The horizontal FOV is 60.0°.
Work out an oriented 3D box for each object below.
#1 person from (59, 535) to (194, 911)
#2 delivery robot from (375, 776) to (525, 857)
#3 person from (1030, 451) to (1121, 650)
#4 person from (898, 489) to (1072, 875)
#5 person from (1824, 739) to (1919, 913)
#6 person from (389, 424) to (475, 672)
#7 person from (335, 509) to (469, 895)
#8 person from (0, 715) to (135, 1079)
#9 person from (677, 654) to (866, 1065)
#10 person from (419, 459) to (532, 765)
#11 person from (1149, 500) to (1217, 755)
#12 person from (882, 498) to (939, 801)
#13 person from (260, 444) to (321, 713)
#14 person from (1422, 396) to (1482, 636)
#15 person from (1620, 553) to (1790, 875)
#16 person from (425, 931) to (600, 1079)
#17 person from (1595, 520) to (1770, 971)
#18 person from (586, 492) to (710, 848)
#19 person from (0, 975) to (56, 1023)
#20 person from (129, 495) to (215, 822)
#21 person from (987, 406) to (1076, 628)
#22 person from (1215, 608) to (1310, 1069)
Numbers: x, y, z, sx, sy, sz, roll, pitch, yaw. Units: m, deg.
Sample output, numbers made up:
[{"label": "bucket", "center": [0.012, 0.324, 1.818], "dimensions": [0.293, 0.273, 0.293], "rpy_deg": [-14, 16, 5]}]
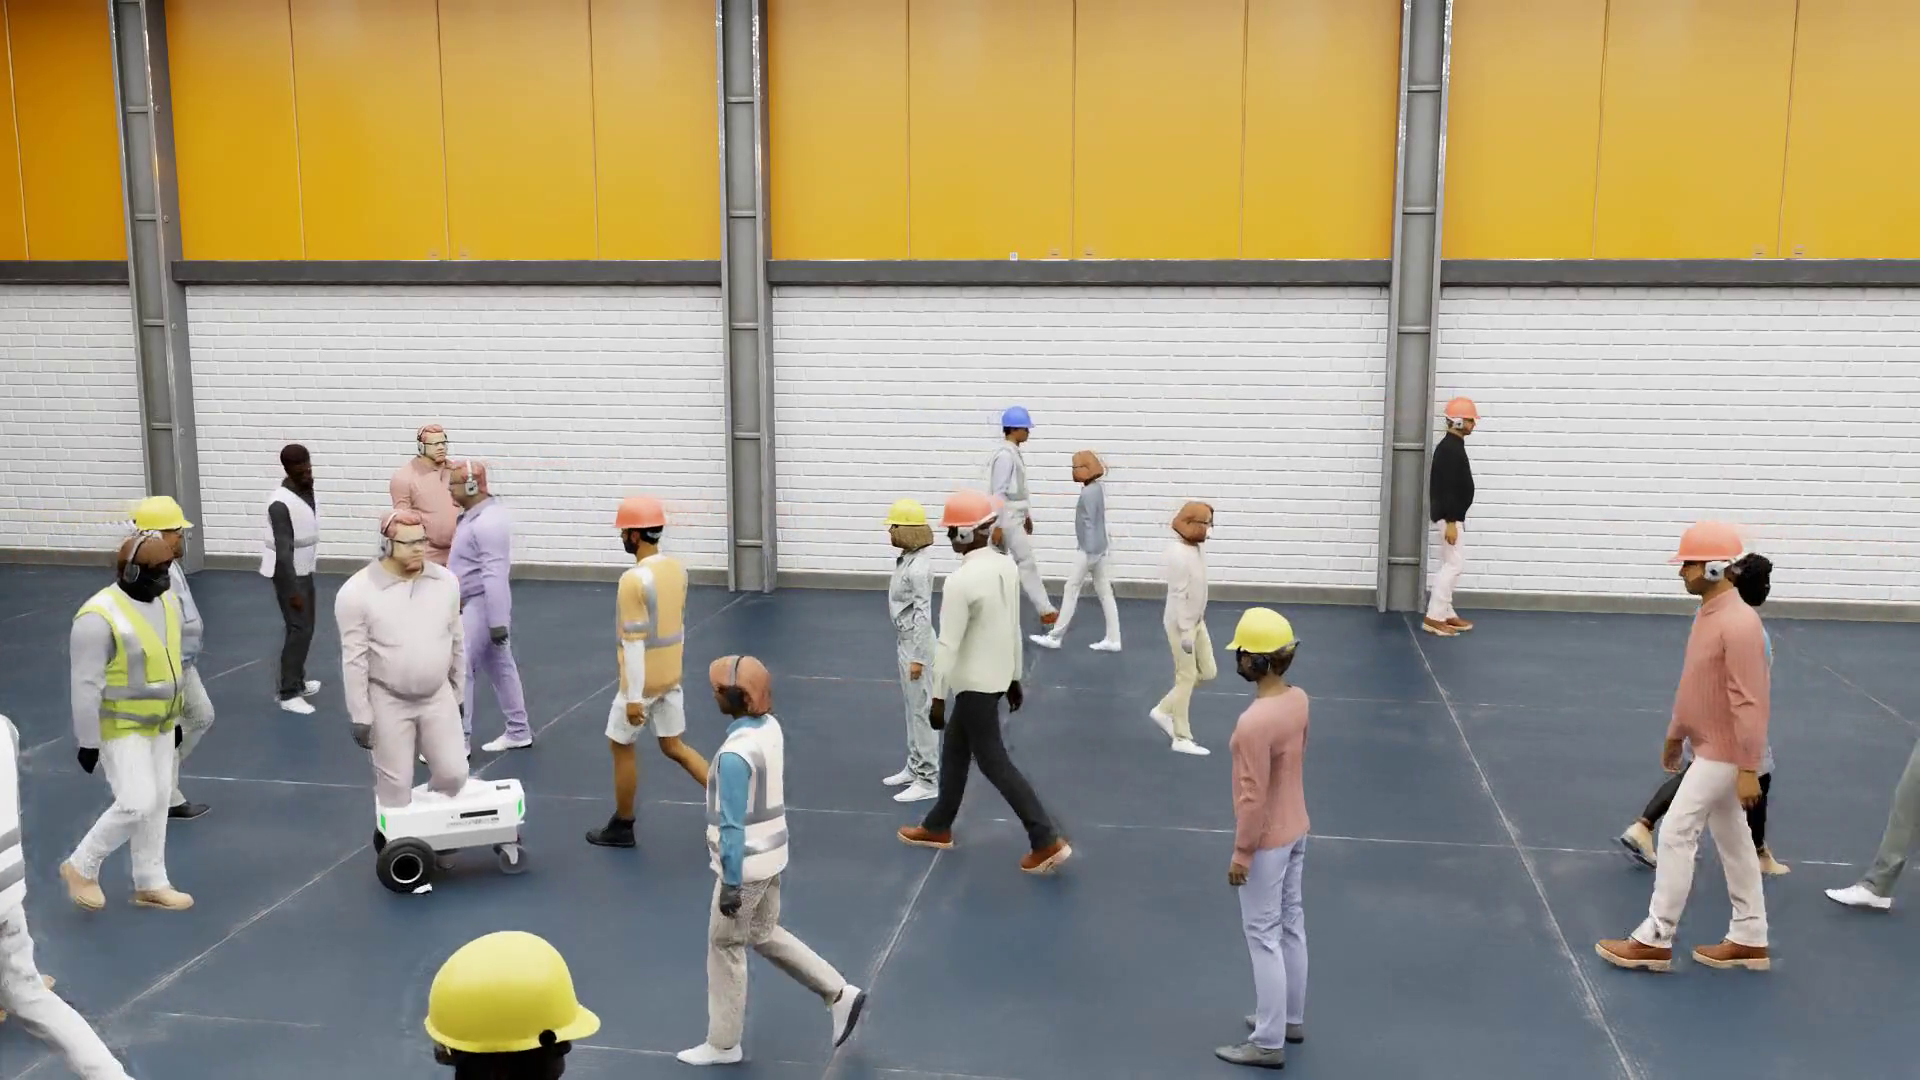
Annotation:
[{"label": "person", "center": [-3.903, 0.873, 7.822], "dimensions": [0.502, 1.819, 0.637], "rpy_deg": [1, 9, 7]}, {"label": "delivery robot", "center": [-2.553, 1.367, 8.348], "dimensions": [0.707, 0.478, 0.477], "rpy_deg": [-4, 10, -21]}, {"label": "person", "center": [0.937, 0.091, 13.267], "dimensions": [0.789, 1.594, 0.534], "rpy_deg": [2, 10, 15]}, {"label": "person", "center": [0.138, 0.712, 8.430], "dimensions": [1.026, 1.946, 0.625], "rpy_deg": [5, 10, 27]}, {"label": "person", "center": [4.490, 0.864, 7.612], "dimensions": [0.913, 1.884, 0.597], "rpy_deg": [0, 9, -2]}, {"label": "person", "center": [-3.882, 0.088, 12.365], "dimensions": [0.401, 1.910, 0.641], "rpy_deg": [7, 12, 38]}, {"label": "person", "center": [-2.679, 0.789, 8.114], "dimensions": [0.644, 1.894, 0.421], "rpy_deg": [-8, 12, -41]}, {"label": "person", "center": [-3.258, 1.224, 5.572], "dimensions": [0.933, 1.853, 0.581], "rpy_deg": [0, 9, 3]}, {"label": "person", "center": [-0.729, 1.222, 6.278], "dimensions": [0.645, 1.616, 0.520], "rpy_deg": [2, 9, 9]}, {"label": "person", "center": [-3.063, 0.440, 10.299], "dimensions": [0.822, 1.879, 0.659], "rpy_deg": [-3, 10, -17]}, {"label": "person", "center": [1.423, 0.551, 10.428], "dimensions": [0.371, 1.617, 0.497], "rpy_deg": [5, 10, 28]}, {"label": "person", "center": [-0.287, 0.625, 9.554], "dimensions": [0.308, 1.744, 0.485], "rpy_deg": [-2, 9, -9]}, {"label": "person", "center": [-4.584, 0.254, 11.457], "dimensions": [0.438, 1.872, 0.733], "rpy_deg": [-1, 9, -5]}, {"label": "person", "center": [4.125, -0.207, 13.919], "dimensions": [0.389, 1.994, 0.623], "rpy_deg": [3, 10, 18]}, {"label": "person", "center": [3.758, 0.881, 8.303], "dimensions": [0.825, 1.672, 0.534], "rpy_deg": [-1, 9, -7]}, {"label": "person", "center": [-0.754, 1.610, 3.037], "dimensions": [0.960, 1.876, 0.618], "rpy_deg": [-4, 10, -25]}, {"label": "person", "center": [3.150, 0.895, 7.210], "dimensions": [0.866, 1.957, 0.654], "rpy_deg": [2, 9, 13]}, {"label": "person", "center": [-1.540, 0.701, 8.603], "dimensions": [0.881, 1.909, 0.555], "rpy_deg": [4, 10, 22]}, {"label": "person", "center": [-4.126, 1.125, 6.332], "dimensions": [1.026, 1.780, 0.625], "rpy_deg": [-3, 10, -17]}, {"label": "person", "center": [-4.340, 0.660, 9.097], "dimensions": [0.426, 1.819, 0.621], "rpy_deg": [-2, 10, -14]}, {"label": "person", "center": [0.463, -0.191, 14.129], "dimensions": [0.991, 1.893, 0.633], "rpy_deg": [1, 9, 6]}, {"label": "person", "center": [1.158, 1.130, 6.378], "dimensions": [0.331, 1.765, 0.533], "rpy_deg": [6, 11, 33]}]
